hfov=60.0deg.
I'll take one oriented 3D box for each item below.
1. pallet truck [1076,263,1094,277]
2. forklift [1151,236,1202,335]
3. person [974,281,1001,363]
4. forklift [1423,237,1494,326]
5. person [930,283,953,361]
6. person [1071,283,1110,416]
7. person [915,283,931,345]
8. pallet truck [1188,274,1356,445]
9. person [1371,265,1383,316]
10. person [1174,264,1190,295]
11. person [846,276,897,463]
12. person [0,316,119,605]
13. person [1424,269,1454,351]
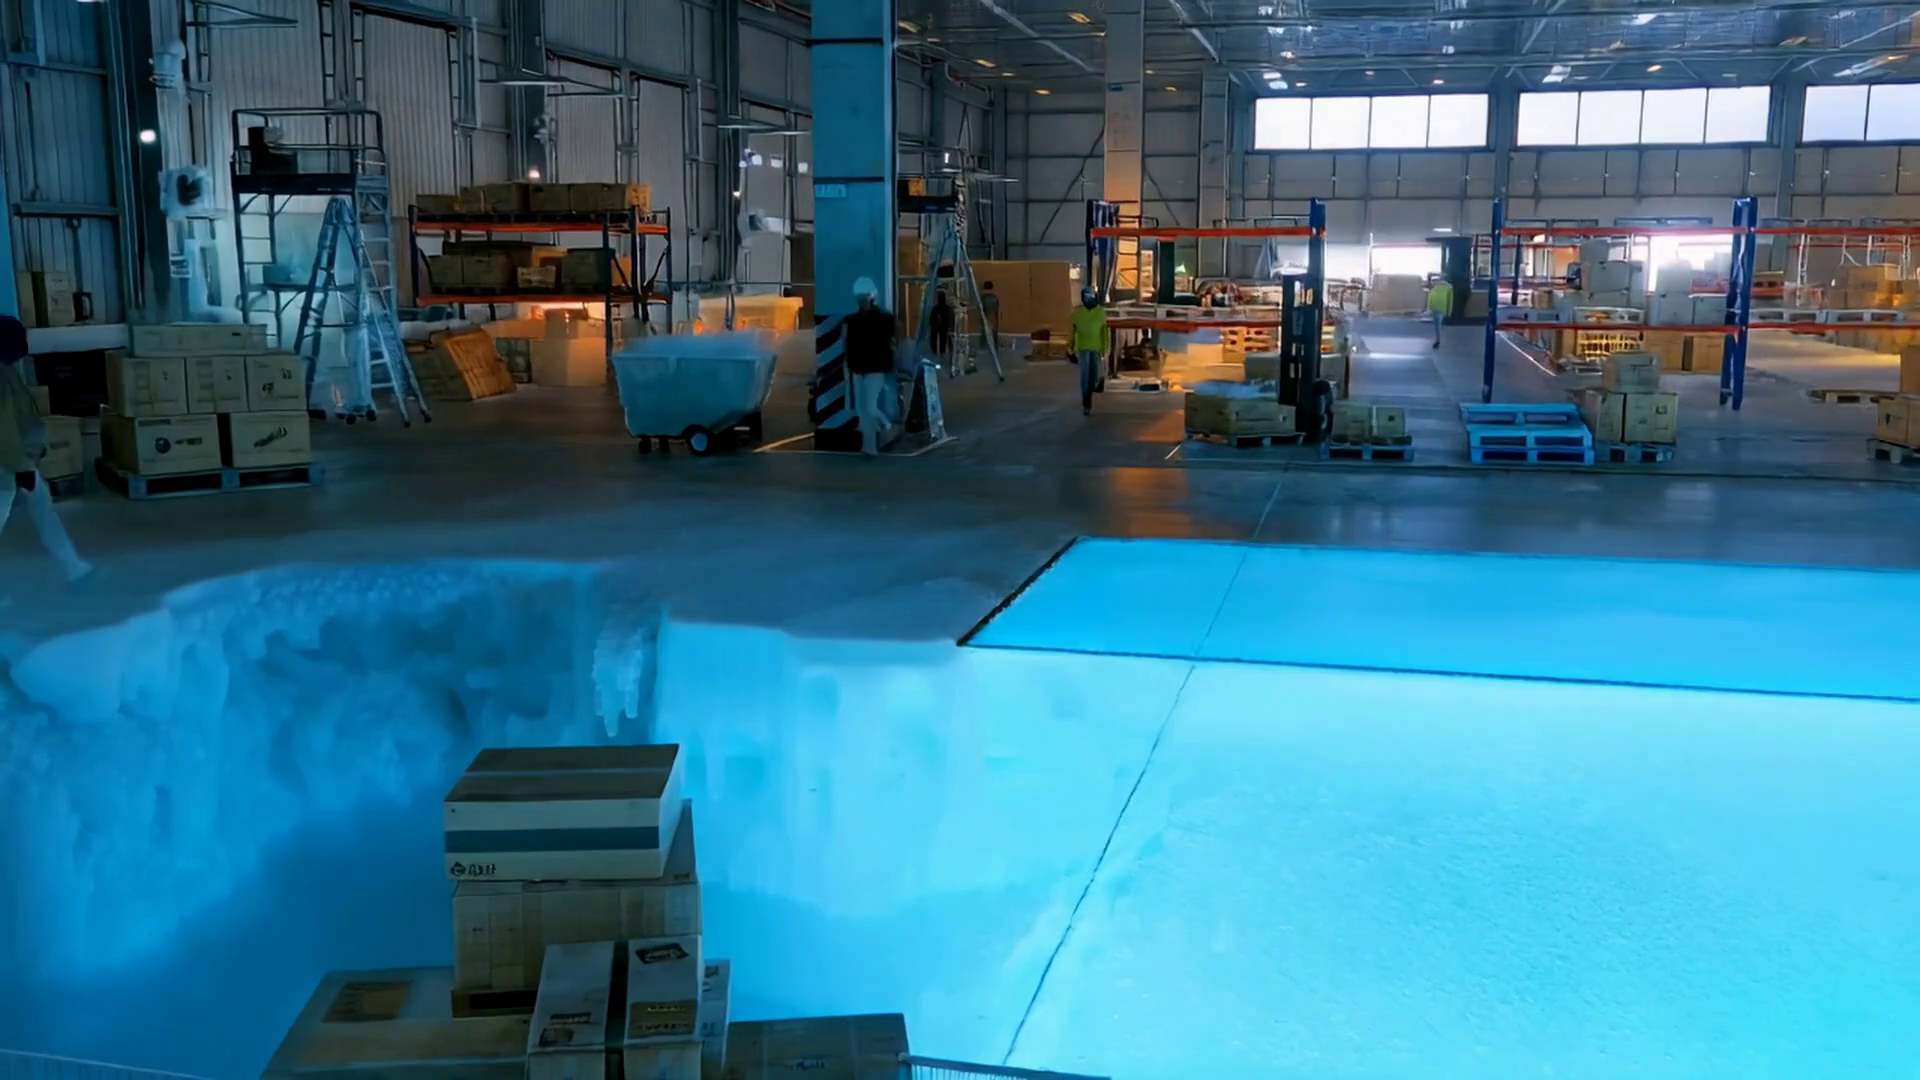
[{"bbox_3d":[4.325,-8.180,55.162,0.823,1.965,1.885,6,11,31],"label":"pallet truck"},{"bbox_3d":[5.866,-7.214,46.878,1.873,2.768,1.129,2,10,14],"label":"forklift"},{"bbox_3d":[0.598,-4.537,34.599,0.495,1.694,0.927,-5,11,-28],"label":"person"},{"bbox_3d":[15.766,-8.144,52.352,1.873,2.768,1.129,-2,10,-12],"label":"forklift"},{"bbox_3d":[-0.429,-4.711,35.299,0.539,1.797,0.947,-3,10,-16],"label":"person"},{"bbox_3d":[1.790,-2.669,23.196,0.521,1.840,0.802,-2,10,-10],"label":"person"},{"bbox_3d":[-0.823,-5.723,41.202,0.569,1.825,0.984,4,10,21],"label":"person"},{"bbox_3d":[3.653,-2.138,19.590,1.885,1.965,0.823,-4,10,-20],"label":"pallet truck"},{"bbox_3d":[15.579,-9.299,62.048,0.598,1.894,0.726,5,11,25],"label":"person"},{"bbox_3d":[7.797,-8.738,58.619,0.636,1.937,0.358,2,10,14],"label":"person"},{"bbox_3d":[-0.973,-1.800,17.623,0.637,1.983,0.466,8,13,40],"label":"person"},{"bbox_3d":[-5.855,-0.493,10.466,0.918,1.798,0.660,-4,10,-22],"label":"person"},{"bbox_3d":[11.220,-5.374,38.900,0.630,1.914,0.873,0,10,-3],"label":"person"}]
